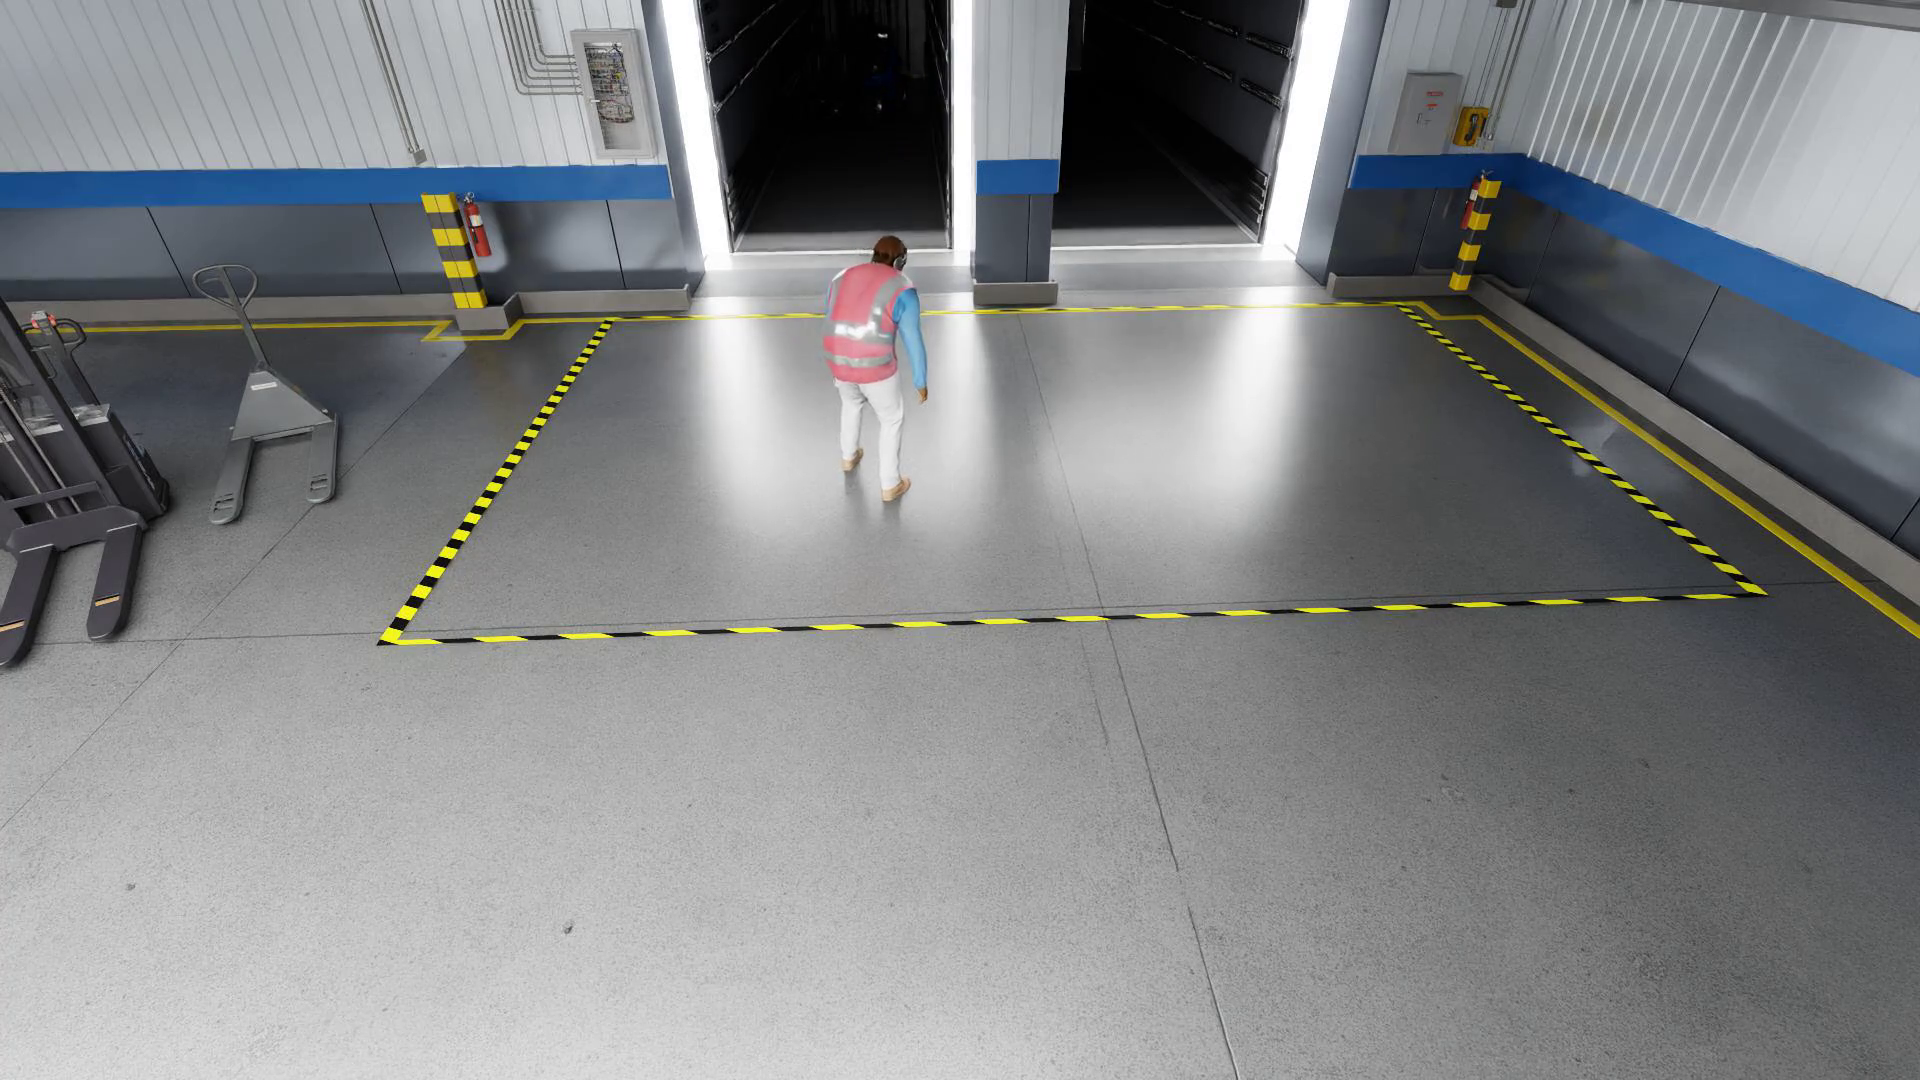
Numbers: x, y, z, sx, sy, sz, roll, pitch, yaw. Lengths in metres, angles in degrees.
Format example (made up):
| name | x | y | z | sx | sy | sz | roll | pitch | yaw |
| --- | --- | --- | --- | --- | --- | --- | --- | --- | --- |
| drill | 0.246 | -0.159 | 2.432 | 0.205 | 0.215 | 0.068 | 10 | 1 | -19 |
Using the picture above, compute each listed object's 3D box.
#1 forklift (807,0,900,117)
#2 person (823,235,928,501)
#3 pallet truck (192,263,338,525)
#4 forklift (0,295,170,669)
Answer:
| name | x | y | z | sx | sy | sz | roll | pitch | yaw |
| --- | --- | --- | --- | --- | --- | --- | --- | --- | --- |
| forklift | -1.881 | -8.787 | 16.304 | 1.157 | 2.036 | 2.680 | 7 | 35 | 10 |
| person | -0.527 | -1.117 | 5.975 | 0.780 | 1.575 | 0.777 | 15 | 38 | 21 |
| pallet truck | -4.778 | -1.027 | 6.128 | 0.680 | 1.201 | 1.601 | -17 | 38 | -23 |
| forklift | -5.212 | -0.618 | 4.878 | 0.823 | 1.965 | 1.885 | -20 | 39 | -26 |
